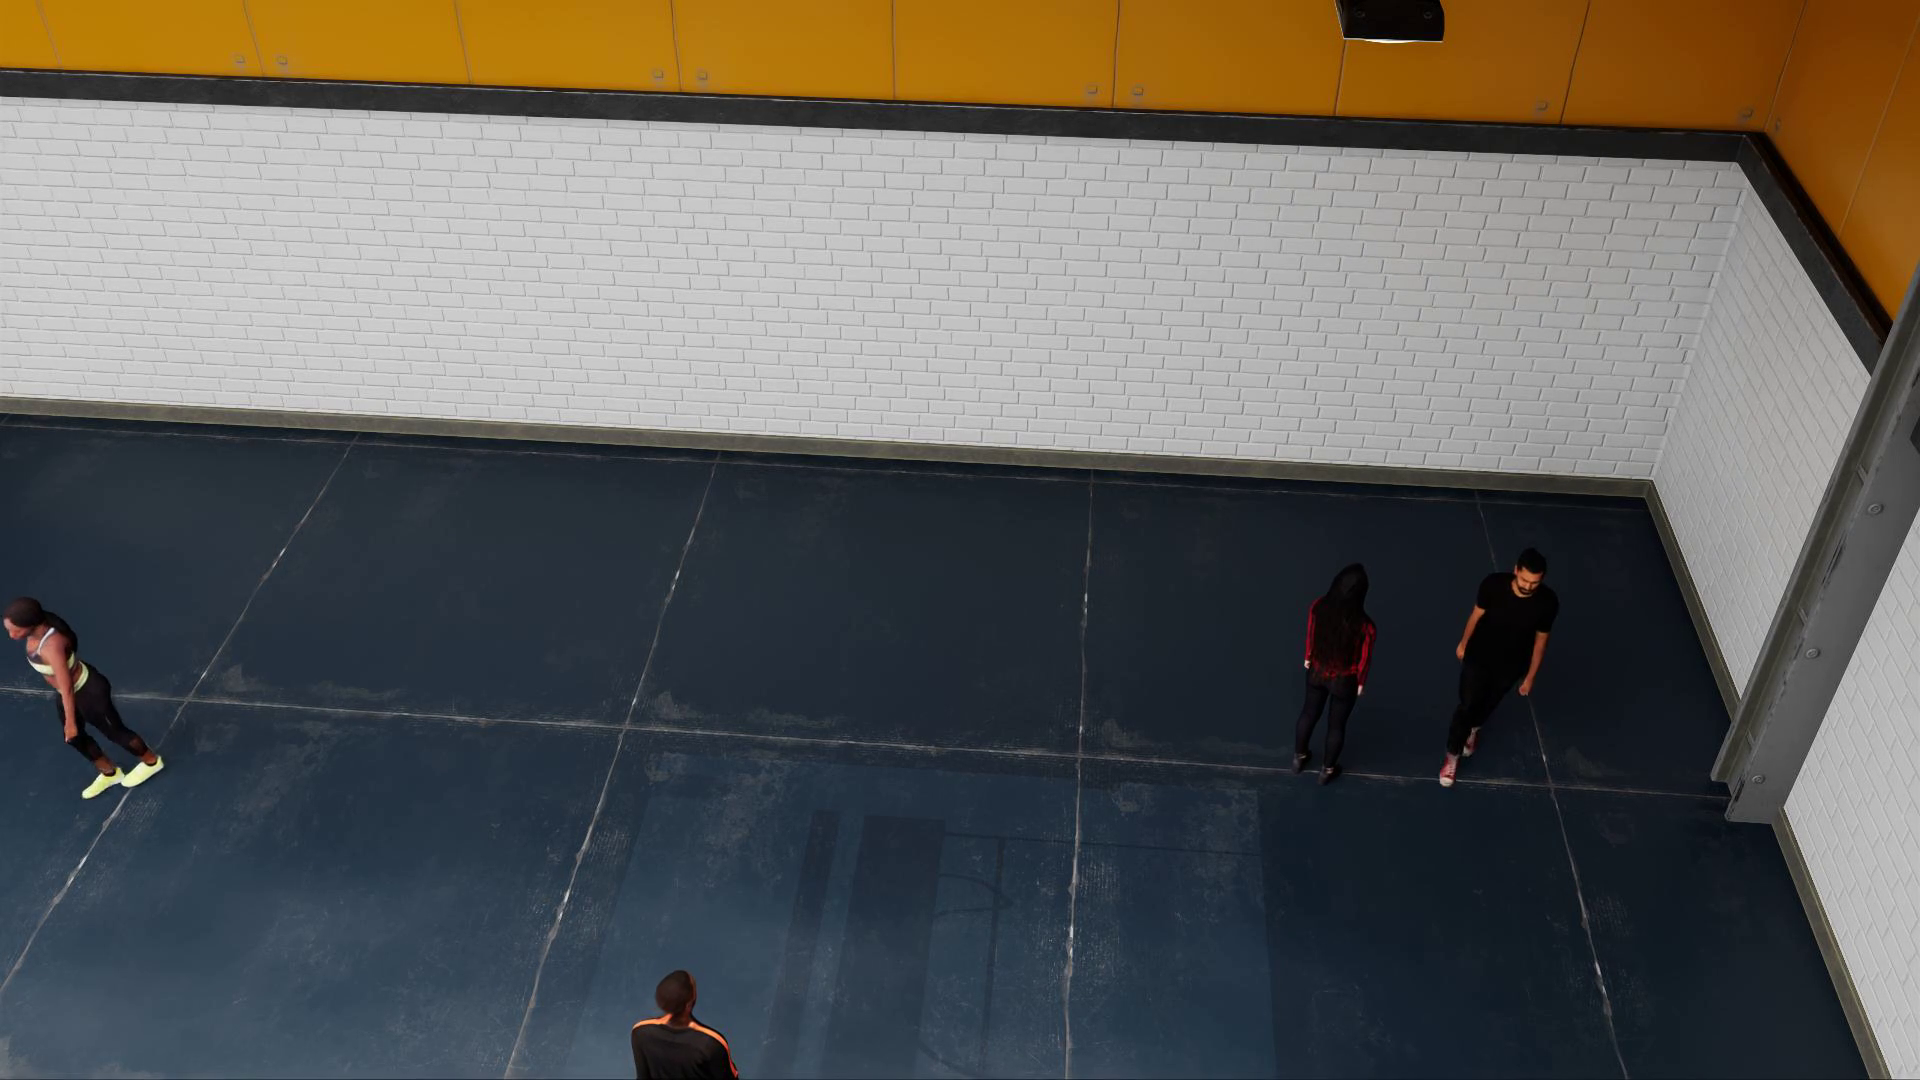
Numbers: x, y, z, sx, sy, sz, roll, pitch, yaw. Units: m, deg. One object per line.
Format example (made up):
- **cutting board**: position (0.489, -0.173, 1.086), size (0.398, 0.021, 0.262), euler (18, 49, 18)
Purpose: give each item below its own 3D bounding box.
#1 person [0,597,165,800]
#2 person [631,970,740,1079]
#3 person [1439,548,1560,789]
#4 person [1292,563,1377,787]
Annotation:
- **person**: position (-5.235, 0.893, 10.051), size (0.865, 1.708, 0.800), euler (-24, 44, -27)
- **person**: position (-1.255, 2.633, 7.791), size (0.637, 1.809, 0.533), euler (5, 39, 7)
- **person**: position (3.342, 0.673, 10.308), size (0.778, 1.732, 0.954), euler (13, 40, 16)
- **person**: position (2.279, 0.838, 10.166), size (0.659, 1.651, 0.671), euler (24, 45, 27)
